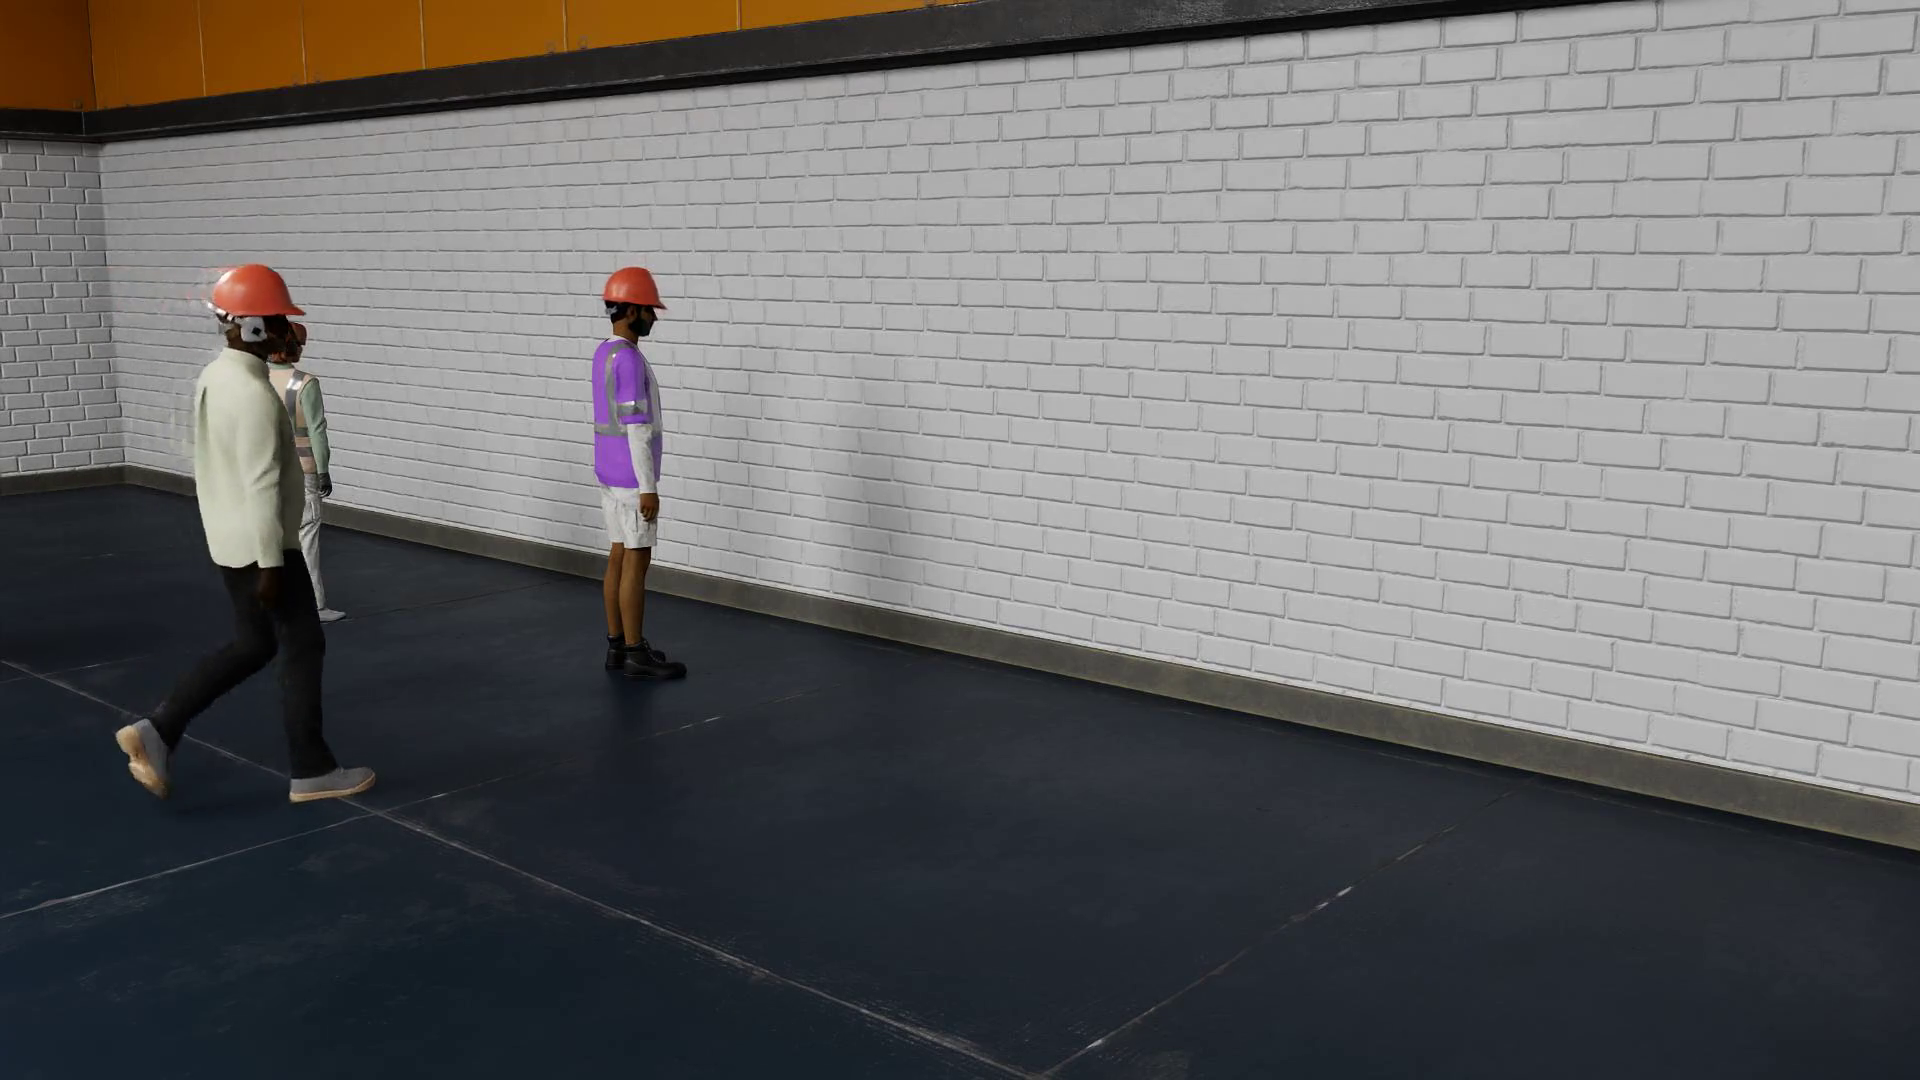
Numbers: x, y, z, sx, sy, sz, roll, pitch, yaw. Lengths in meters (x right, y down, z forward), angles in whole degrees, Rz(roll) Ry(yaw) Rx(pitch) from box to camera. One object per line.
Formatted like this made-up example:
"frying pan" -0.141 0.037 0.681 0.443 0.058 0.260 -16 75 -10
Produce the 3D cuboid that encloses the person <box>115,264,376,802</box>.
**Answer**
"person" -2.580 0.009 5.930 0.764 1.969 0.619 -8 13 -39

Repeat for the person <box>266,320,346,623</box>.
"person" -3.609 -0.359 8.965 0.524 1.639 0.308 4 11 22

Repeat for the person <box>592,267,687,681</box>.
"person" -1.528 -0.306 7.823 0.359 1.936 0.544 -5 11 -27
